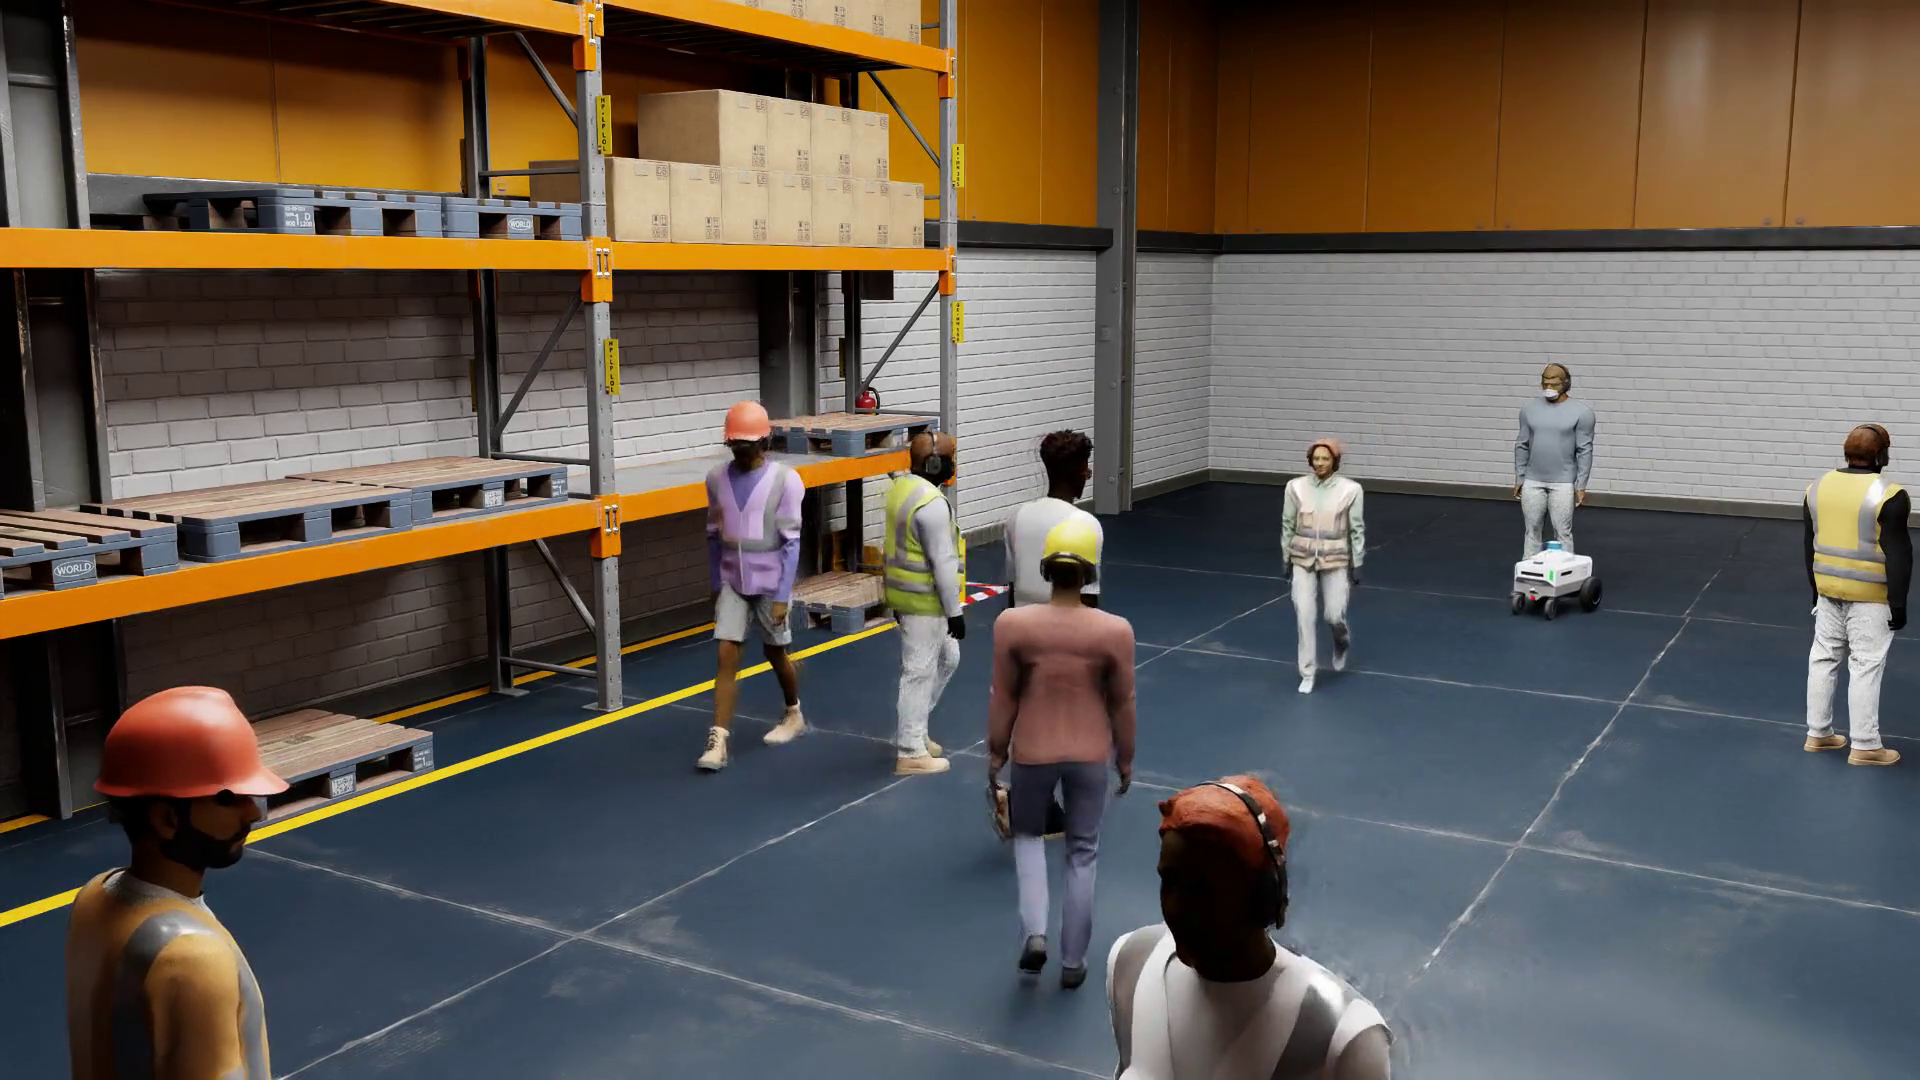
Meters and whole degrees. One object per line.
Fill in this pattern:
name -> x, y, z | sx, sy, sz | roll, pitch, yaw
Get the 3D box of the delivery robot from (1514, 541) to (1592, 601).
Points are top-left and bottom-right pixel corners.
delivery robot -> 4.632, 0.252, 12.980 | 0.707, 0.478, 0.477 | -9, 13, -43

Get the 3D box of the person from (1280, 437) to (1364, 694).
person -> 2.312, 0.146, 10.609 | 0.522, 1.627, 0.534 | 4, 10, 22

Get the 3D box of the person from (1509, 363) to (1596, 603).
person -> 4.769, -0.460, 13.427 | 0.627, 1.935, 0.373 | 8, 12, 40

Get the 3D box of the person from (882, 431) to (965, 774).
person -> -0.174, 0.339, 8.795 | 0.460, 1.829, 0.644 | -2, 9, -12

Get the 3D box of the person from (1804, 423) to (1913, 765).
person -> 4.875, 0.290, 9.022 | 0.429, 1.847, 0.627 | -3, 10, -21

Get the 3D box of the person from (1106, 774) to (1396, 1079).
person -> 0.496, 1.282, 2.833 | 0.590, 1.848, 0.944 | 9, 13, 44

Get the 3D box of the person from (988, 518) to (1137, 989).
person -> 0.382, 0.791, 6.171 | 0.551, 1.751, 0.365 | 1, 9, 5

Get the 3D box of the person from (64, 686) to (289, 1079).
person -> -1.365, 1.213, 2.981 | 0.376, 1.934, 0.547 | -9, 13, -44

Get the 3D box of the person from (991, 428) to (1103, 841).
person -> 0.359, 0.468, 7.556 | 0.629, 1.951, 0.617 | -7, 12, -39

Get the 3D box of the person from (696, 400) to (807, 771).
person -> -1.123, 0.221, 9.038 | 0.630, 1.992, 0.954 | 4, 10, 21
